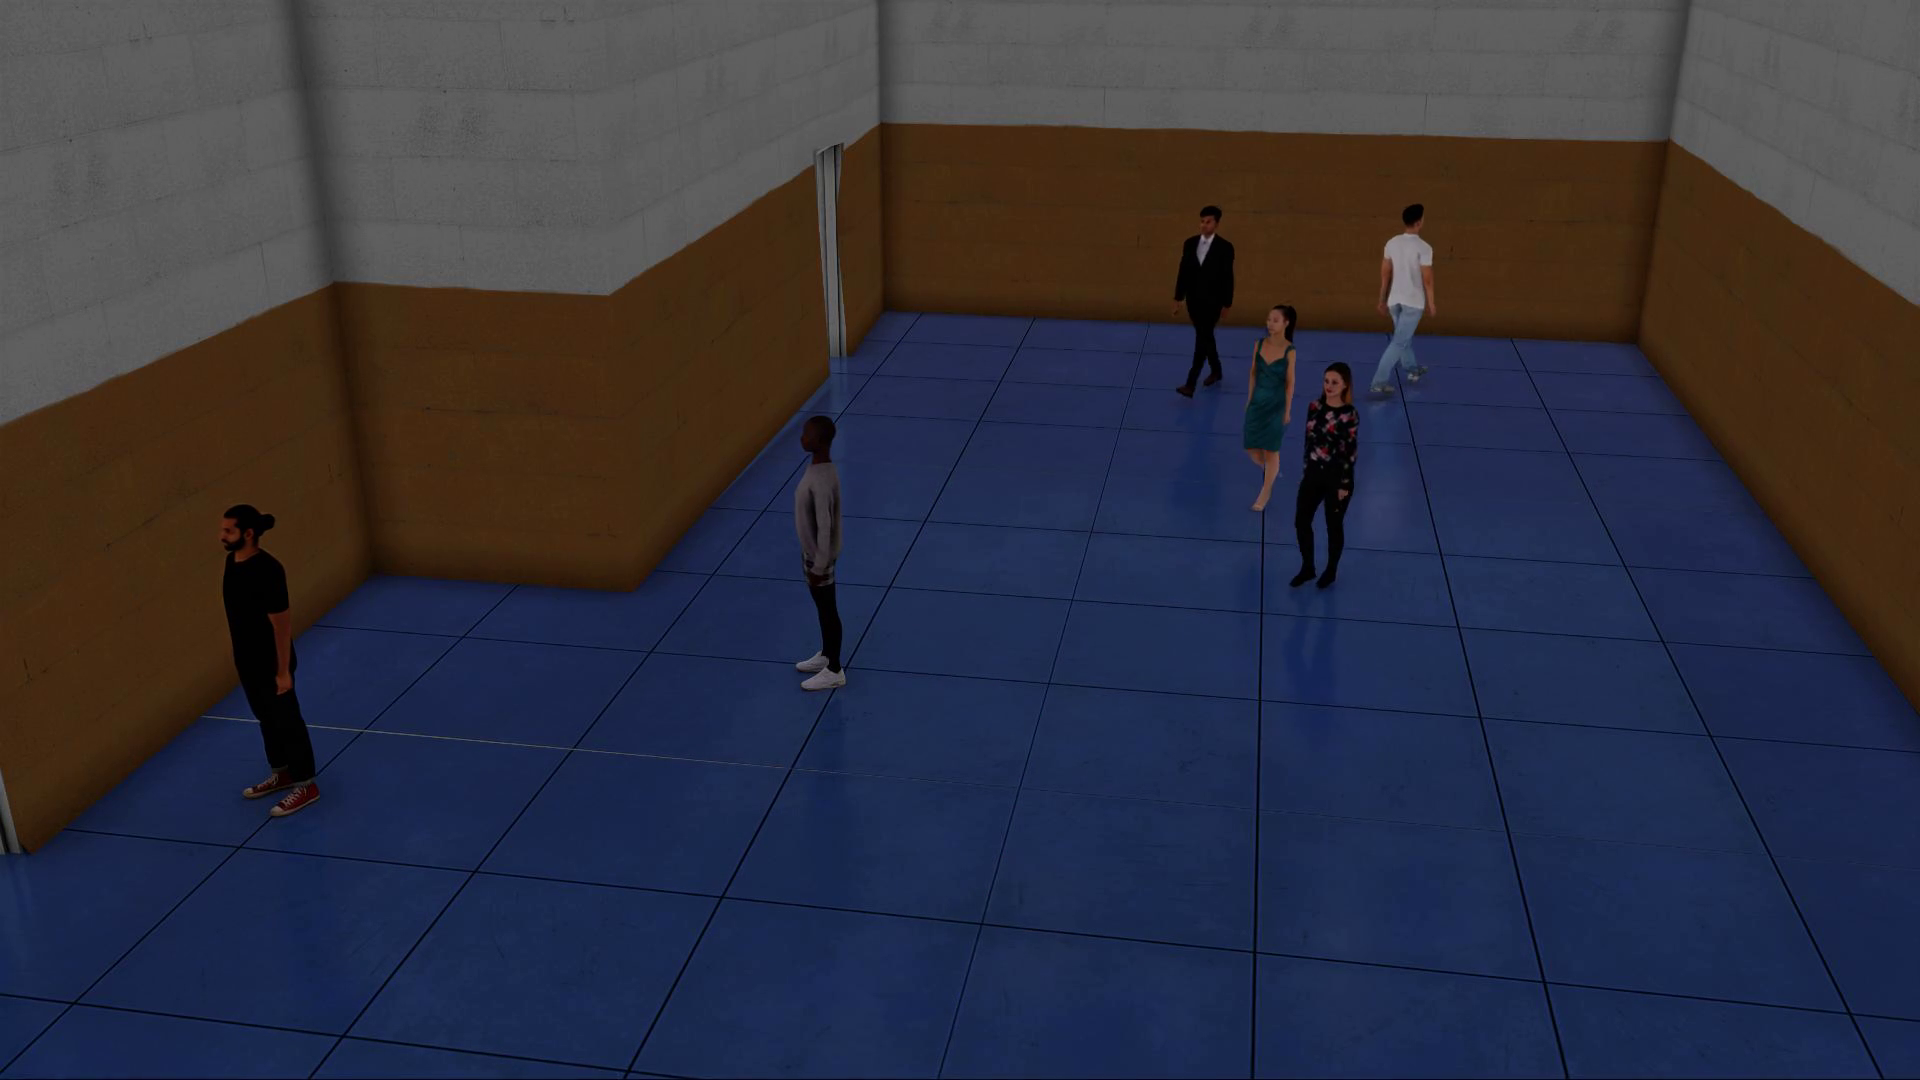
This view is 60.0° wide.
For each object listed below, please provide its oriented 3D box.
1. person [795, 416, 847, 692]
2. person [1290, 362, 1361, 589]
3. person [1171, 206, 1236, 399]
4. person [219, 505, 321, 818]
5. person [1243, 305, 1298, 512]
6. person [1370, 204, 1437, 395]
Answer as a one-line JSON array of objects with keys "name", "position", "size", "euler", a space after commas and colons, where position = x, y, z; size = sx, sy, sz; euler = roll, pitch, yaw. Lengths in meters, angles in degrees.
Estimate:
[{"name": "person", "position": [-0.854, 0.070, 10.355], "size": [0.653, 1.771, 0.682], "euler": [-4, 22, -9]}, {"name": "person", "position": [2.668, -0.469, 11.835], "size": [0.726, 1.667, 0.796], "euler": [19, 29, 39]}, {"name": "person", "position": [2.442, -2.338, 16.268], "size": [1.261, 1.830, 1.169], "euler": [18, 28, 37]}, {"name": "person", "position": [-3.744, 0.628, 8.983], "size": [0.685, 1.758, 0.783], "euler": [19, 29, 39]}, {"name": "person", "position": [2.515, -1.060, 13.293], "size": [0.722, 1.678, 0.776], "euler": [19, 28, 39]}, {"name": "person", "position": [4.276, -2.287, 16.160], "size": [1.245, 1.816, 1.178], "euler": [-14, 26, -31]}]
